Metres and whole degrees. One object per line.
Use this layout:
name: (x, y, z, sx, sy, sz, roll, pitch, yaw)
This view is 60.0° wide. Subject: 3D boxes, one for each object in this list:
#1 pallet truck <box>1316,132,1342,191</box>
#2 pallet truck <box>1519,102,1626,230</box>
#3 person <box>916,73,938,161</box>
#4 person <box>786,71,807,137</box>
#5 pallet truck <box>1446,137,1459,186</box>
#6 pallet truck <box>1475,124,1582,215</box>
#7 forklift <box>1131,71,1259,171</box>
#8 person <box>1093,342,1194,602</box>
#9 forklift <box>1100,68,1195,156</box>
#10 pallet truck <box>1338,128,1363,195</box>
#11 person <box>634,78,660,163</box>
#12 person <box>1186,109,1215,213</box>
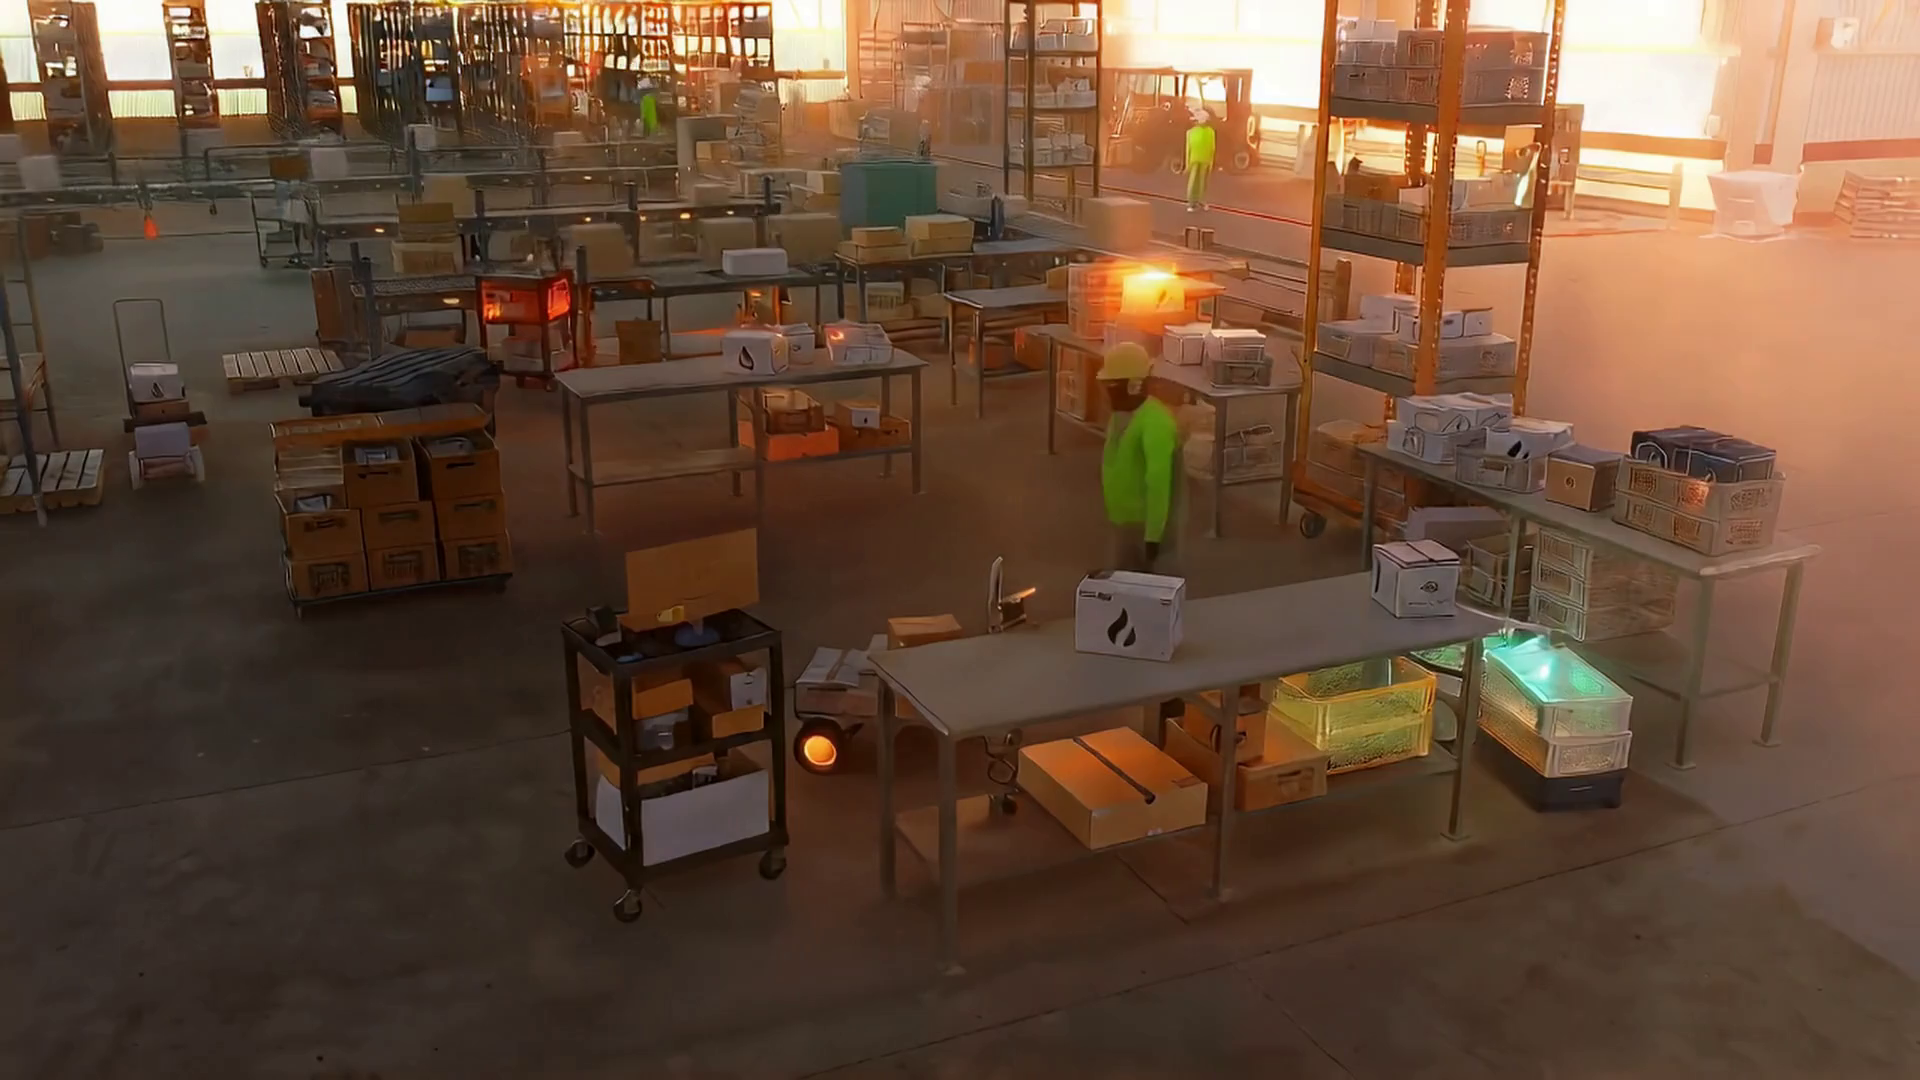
pallet truck: (7.723, -7.504, 32.656, 1.601, 1.201, 0.680, -8, 19, -23)
pallet truck: (9.972, -6.037, 26.785, 1.885, 1.965, 0.823, -9, 20, -25)
person: (-0.764, -9.904, 38.970, 0.623, 1.992, 0.397, -15, 23, -39)
person: (-4.588, -12.261, 46.710, 0.576, 1.812, 0.890, -2, 18, -6)
pallet truck: (9.184, -6.485, 29.328, 1.630, 1.274, 0.653, -8, 19, -23)
pallet truck: (9.707, -6.455, 28.103, 1.885, 1.965, 0.823, -7, 19, -20)
forklift: (4.998, -8.936, 35.413, 2.680, 1.987, 1.157, -9, 20, -25)
person: (0.954, -0.119, 8.518, 0.632, 1.793, 0.601, -5, 18, -16)
forklift: (4.082, -9.564, 37.410, 2.680, 1.987, 1.157, -8, 19, -23)
pallet truck: (7.845, -7.140, 31.411, 1.522, 1.261, 0.704, -9, 20, -25)
person: (-6.664, -8.740, 35.272, 0.660, 2.020, 0.634, 1, 18, 4)
person: (4.156, -6.556, 28.799, 0.529, 1.768, 0.312, -5, 18, -14)
